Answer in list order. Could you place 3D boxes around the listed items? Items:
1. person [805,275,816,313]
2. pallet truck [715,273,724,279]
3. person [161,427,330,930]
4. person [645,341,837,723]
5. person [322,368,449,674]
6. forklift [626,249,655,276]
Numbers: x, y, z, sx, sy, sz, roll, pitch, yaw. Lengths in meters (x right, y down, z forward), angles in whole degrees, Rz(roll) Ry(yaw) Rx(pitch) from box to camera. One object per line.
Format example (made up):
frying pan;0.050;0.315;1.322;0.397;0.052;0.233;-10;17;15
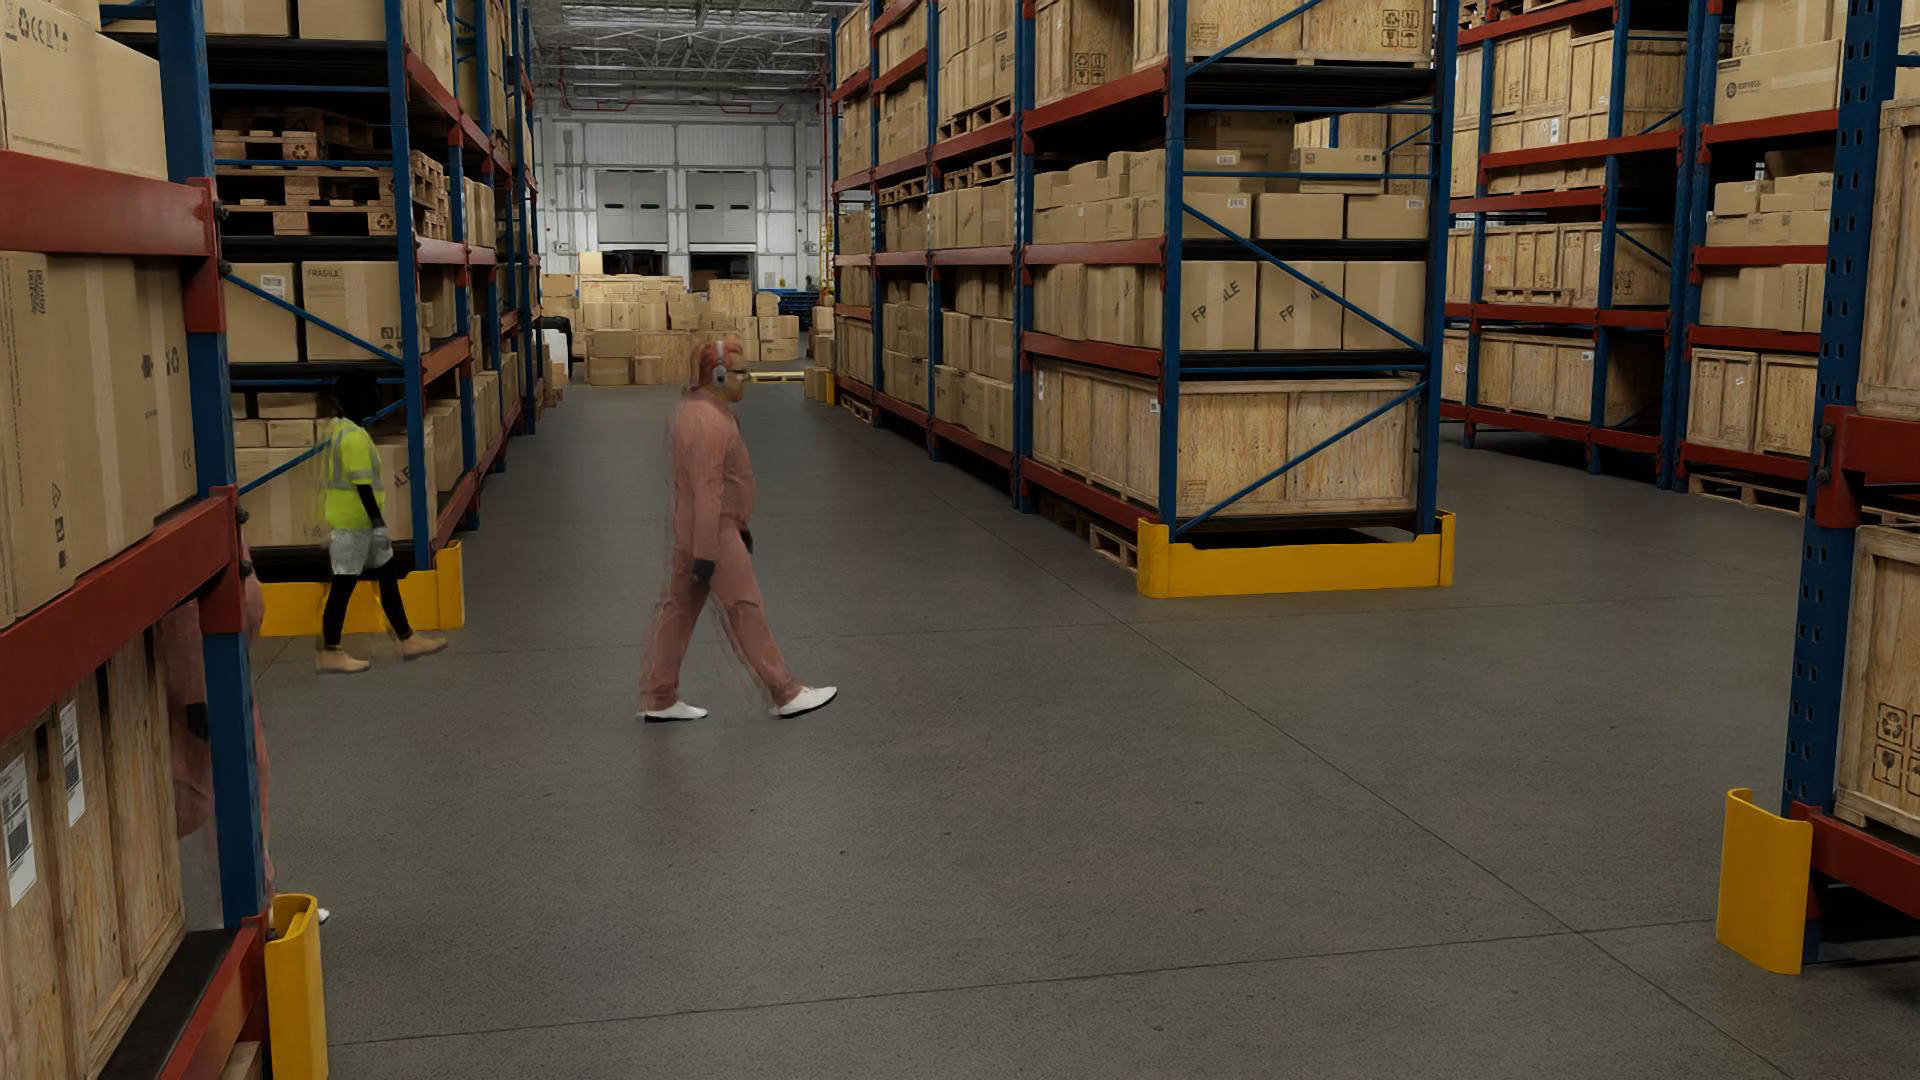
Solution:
person;-5.443;-8.585;60.057;0.453;1.923;0.626;-4;10;-25
pallet truck;-8.580;-8.986;62.280;1.885;1.965;0.823;1;9;5
person;-2.529;0.417;5.323;0.763;1.880;0.651;-2;10;-12
person;-1.106;-0.028;8.080;0.963;1.857;0.664;-3;10;-17
person;-3.169;-0.099;9.094;0.771;1.663;0.555;-3;10;-18
forklift;-10.887;-8.534;56.844;1.129;2.768;1.873;-7;12;-38
